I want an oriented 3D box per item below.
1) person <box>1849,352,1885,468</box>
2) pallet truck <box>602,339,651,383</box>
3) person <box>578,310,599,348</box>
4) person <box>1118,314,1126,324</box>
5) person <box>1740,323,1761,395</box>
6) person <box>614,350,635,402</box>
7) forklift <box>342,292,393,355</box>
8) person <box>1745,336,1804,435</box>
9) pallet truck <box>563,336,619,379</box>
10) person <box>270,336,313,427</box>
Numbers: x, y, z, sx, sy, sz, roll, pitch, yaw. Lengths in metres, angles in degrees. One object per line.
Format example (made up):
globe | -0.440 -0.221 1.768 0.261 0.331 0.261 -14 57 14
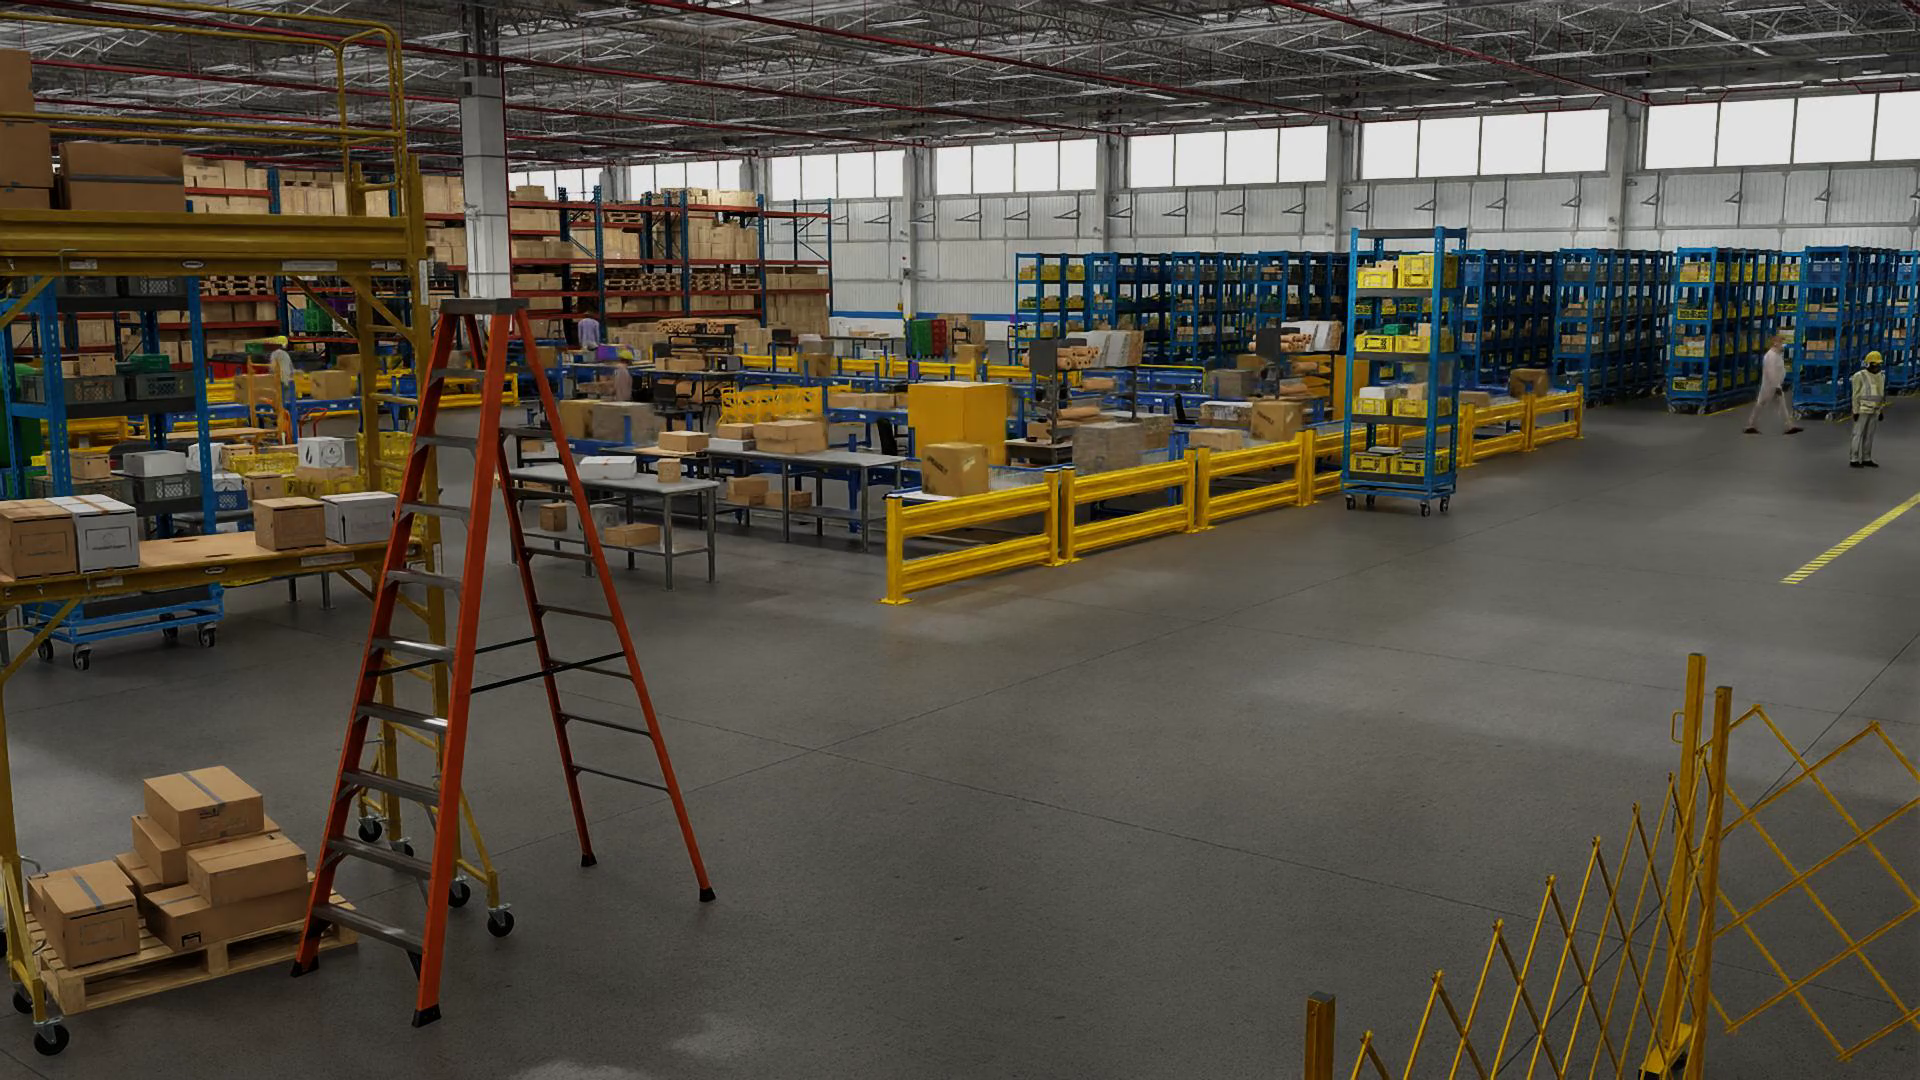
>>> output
person | 14.193 -2.027 25.975 0.587 1.821 0.404 -3 10 -19
pallet truck | -8.991 -4.871 45.351 0.653 1.274 1.630 7 11 37
person | -11.292 -6.022 50.611 0.631 1.929 0.391 -2 9 -9
person | 5.093 -6.330 52.464 1.005 1.953 0.623 3 10 21
person | 19.712 -4.515 41.589 0.599 1.789 0.688 -4 10 -23
person | -5.644 -2.365 28.323 0.704 1.739 0.540 -5 10 -26
forklift | -16.485 -5.622 45.120 1.129 2.768 1.873 7 11 37
person | 15.360 -2.900 31.315 1.008 1.853 0.642 8 12 41
pallet truck | -10.690 -5.294 48.215 1.601 1.201 0.680 -5 10 -26
person | -13.334 -3.145 33.030 0.608 1.792 0.869 7 11 36
